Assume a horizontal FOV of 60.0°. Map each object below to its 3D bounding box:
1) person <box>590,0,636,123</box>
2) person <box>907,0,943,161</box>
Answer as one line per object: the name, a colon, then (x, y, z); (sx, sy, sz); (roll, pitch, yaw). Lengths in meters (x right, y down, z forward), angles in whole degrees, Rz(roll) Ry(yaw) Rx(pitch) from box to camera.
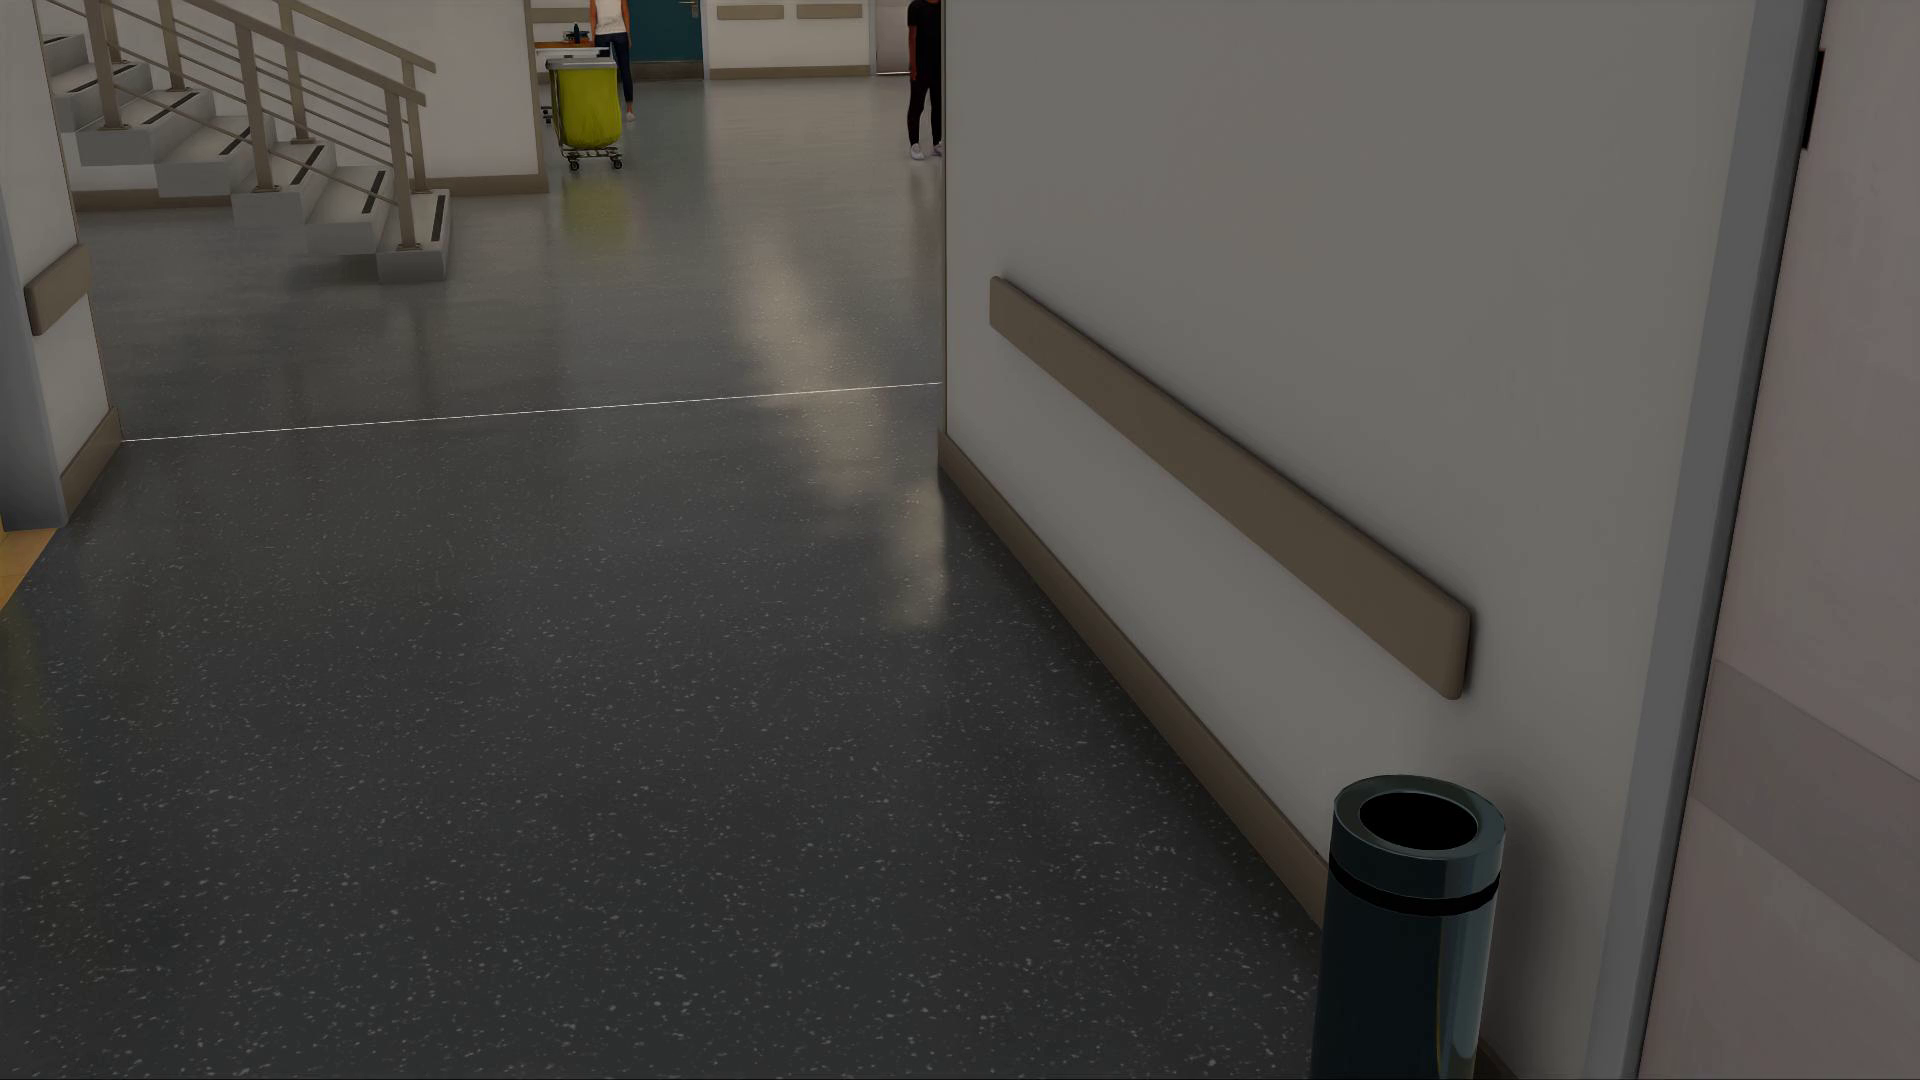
person: (-3.864, -5.570, 18.442); (0.446, 1.808, 0.664); (-6, 22, -16)
person: (-0.292, -4.539, 15.753); (0.602, 1.784, 0.752); (-12, 24, -28)
